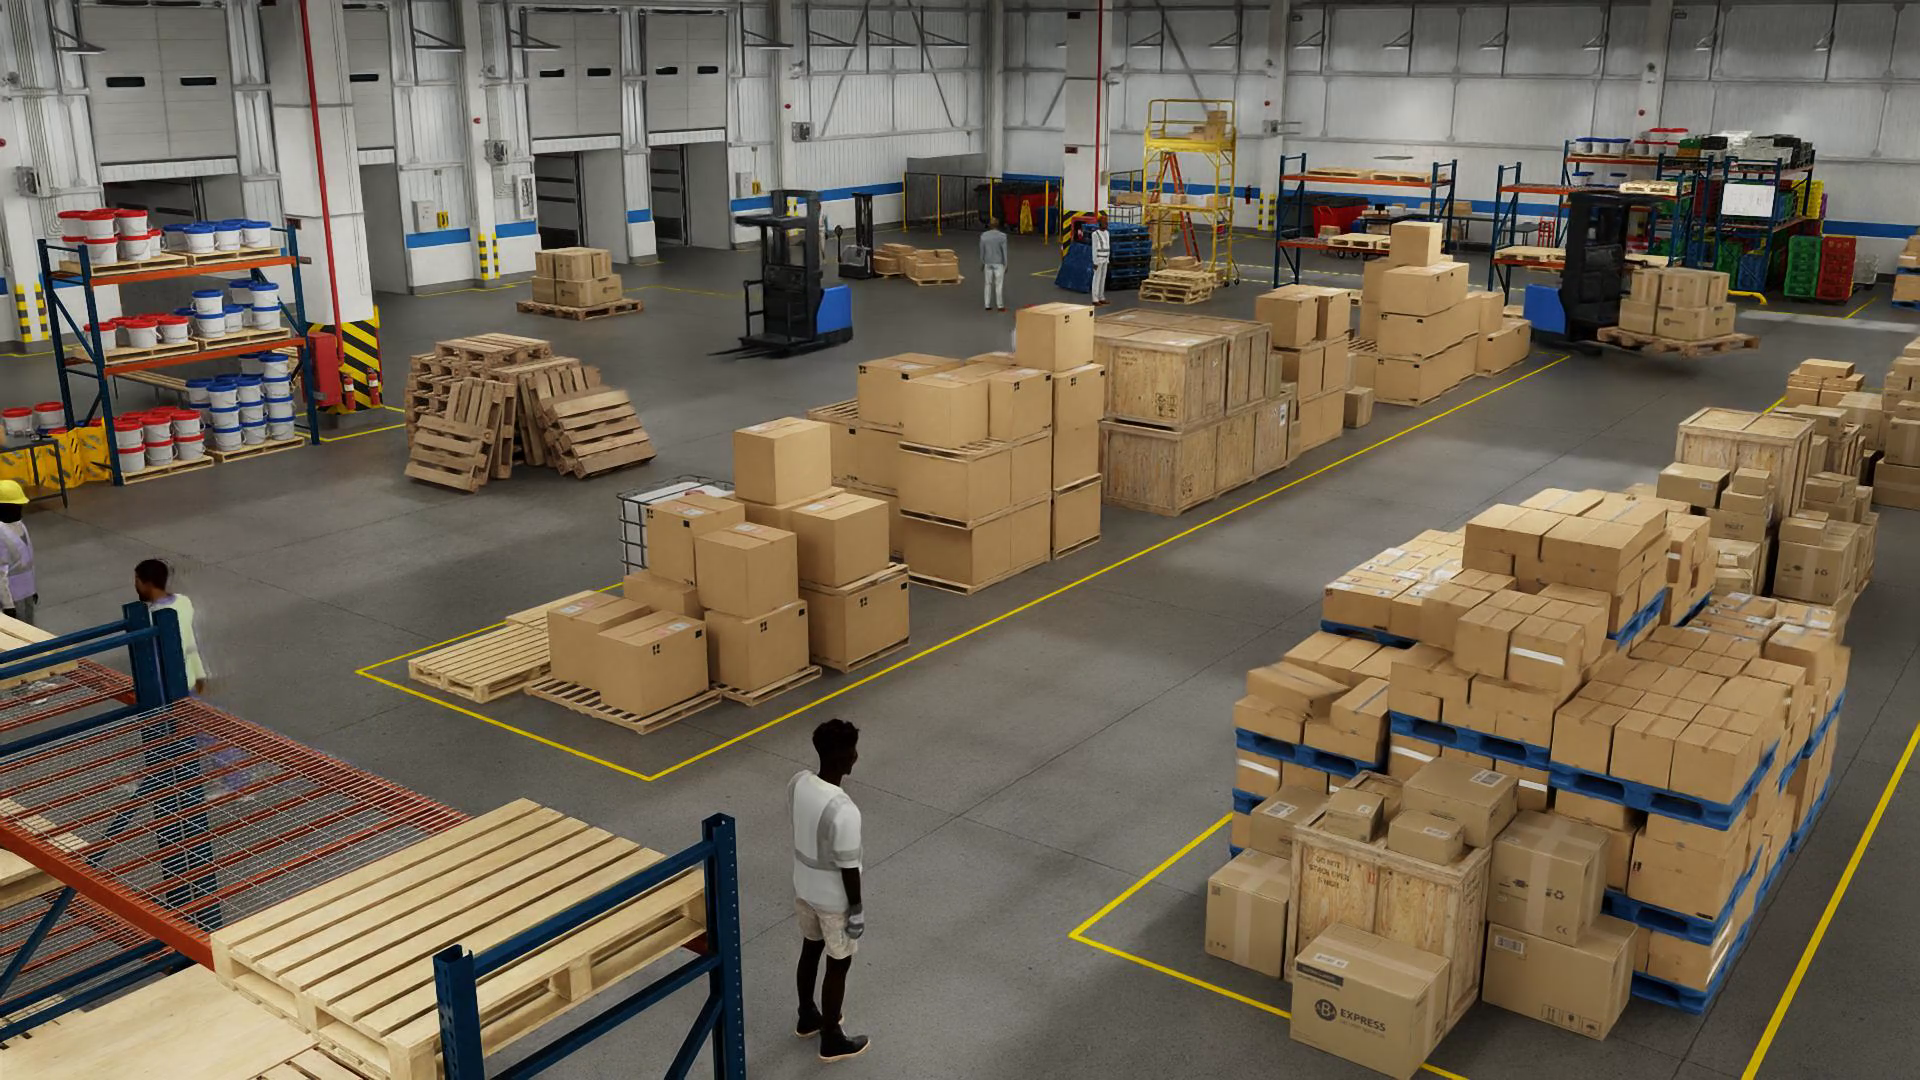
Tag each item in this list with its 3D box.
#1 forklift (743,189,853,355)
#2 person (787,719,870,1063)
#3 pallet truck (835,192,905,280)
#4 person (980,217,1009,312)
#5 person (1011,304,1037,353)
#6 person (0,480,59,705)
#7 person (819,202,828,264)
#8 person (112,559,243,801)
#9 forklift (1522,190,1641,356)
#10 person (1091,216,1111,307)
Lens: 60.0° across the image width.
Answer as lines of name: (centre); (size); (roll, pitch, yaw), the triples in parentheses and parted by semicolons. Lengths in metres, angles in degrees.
forklift: (-2.907, -4.881, 29.937); (1.129, 2.768, 1.873); (12, 21, 35)
person: (-0.706, 1.897, 9.079); (0.376, 1.956, 0.608); (-12, 20, -34)
pallet truck: (-1.936, -7.159, 38.982); (1.885, 1.965, 0.823); (-12, 21, -34)
person: (0.694, -5.614, 34.015); (0.662, 1.934, 0.541); (8, 19, 25)
person: (1.002, -2.364, 23.306); (0.569, 1.882, 1.015); (13, 21, 37)
person: (-7.911, 0.427, 13.986); (0.383, 1.922, 0.593); (-3, 17, -11)
person: (-3.478, -7.478, 40.680); (0.525, 1.628, 0.465); (0, 17, -1)
person: (-5.756, 1.041, 12.057); (0.993, 1.863, 0.609); (-1, 17, -3)
forklift: (11.232, -4.863, 29.877); (1.129, 2.768, 1.873); (-9, 19, -28)
person: (2.954, -5.823, 34.752); (0.355, 1.884, 0.575); (11, 20, 33)
